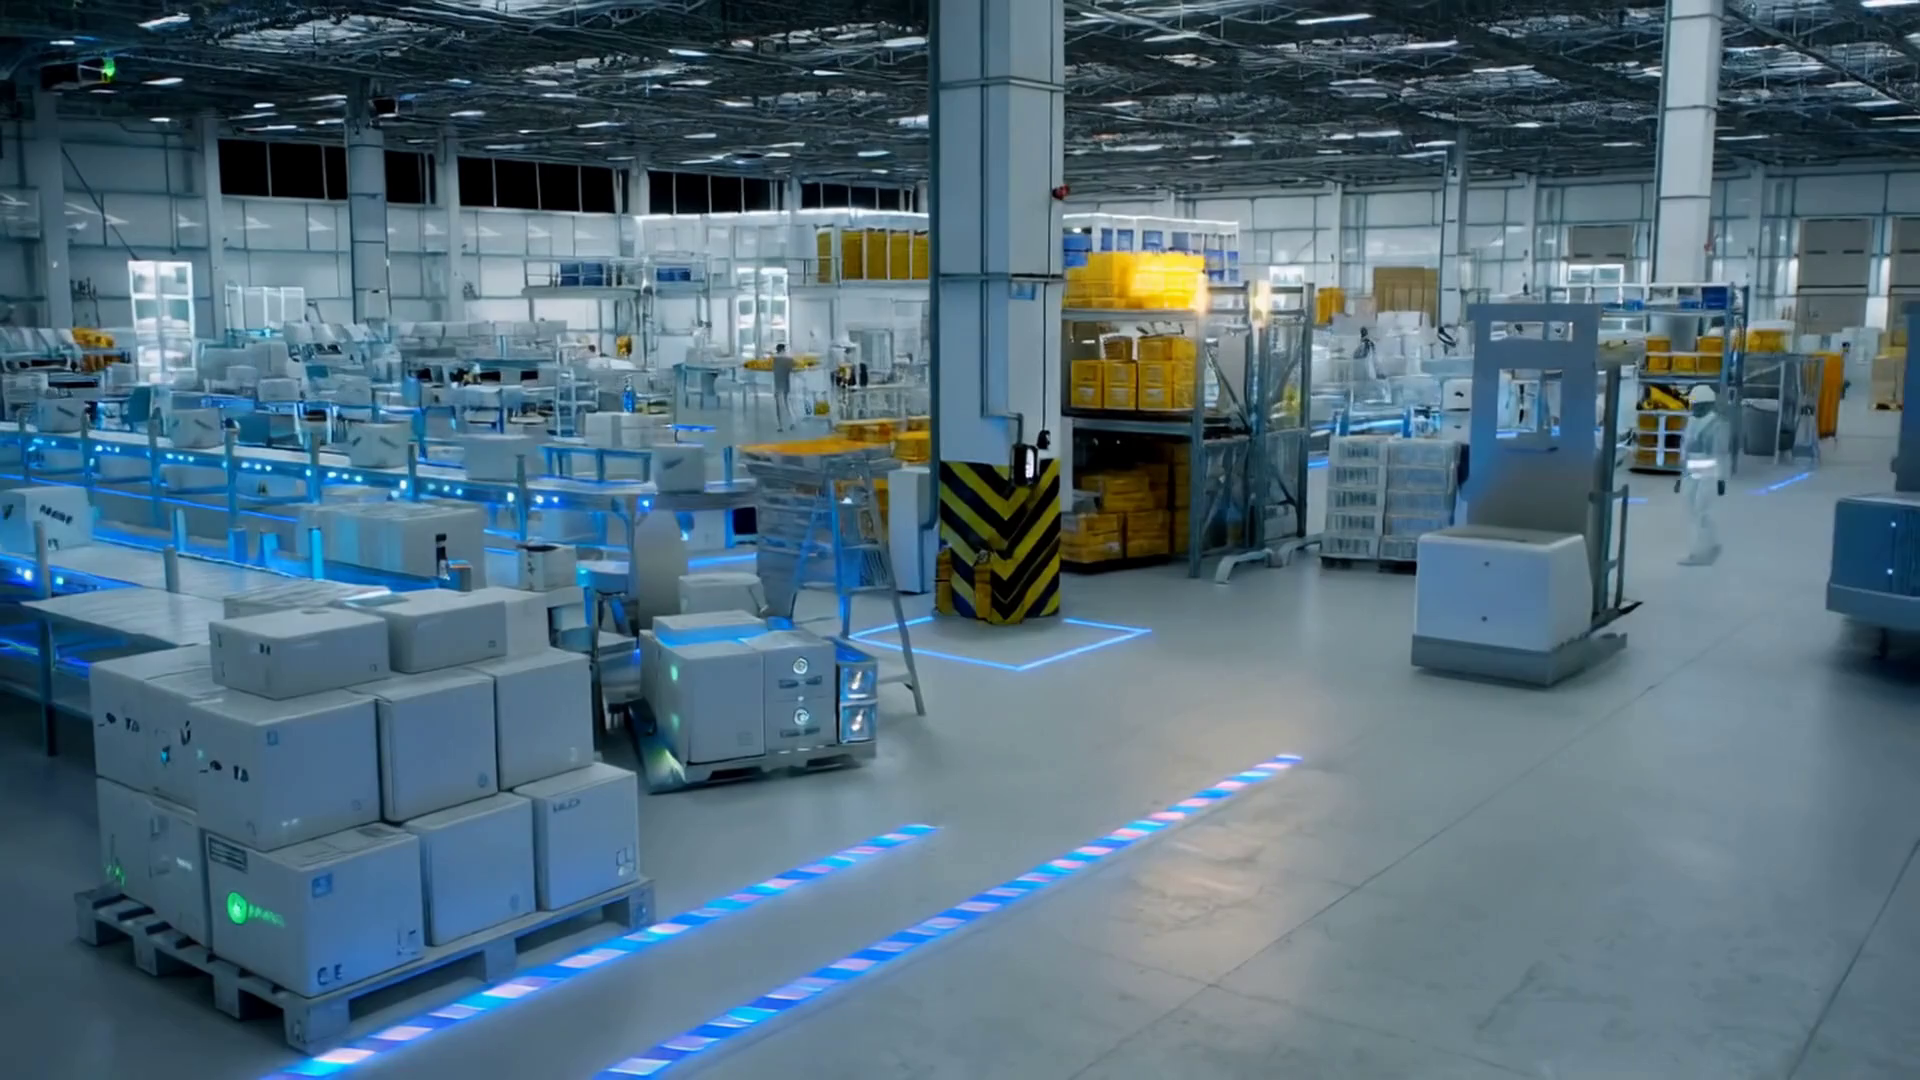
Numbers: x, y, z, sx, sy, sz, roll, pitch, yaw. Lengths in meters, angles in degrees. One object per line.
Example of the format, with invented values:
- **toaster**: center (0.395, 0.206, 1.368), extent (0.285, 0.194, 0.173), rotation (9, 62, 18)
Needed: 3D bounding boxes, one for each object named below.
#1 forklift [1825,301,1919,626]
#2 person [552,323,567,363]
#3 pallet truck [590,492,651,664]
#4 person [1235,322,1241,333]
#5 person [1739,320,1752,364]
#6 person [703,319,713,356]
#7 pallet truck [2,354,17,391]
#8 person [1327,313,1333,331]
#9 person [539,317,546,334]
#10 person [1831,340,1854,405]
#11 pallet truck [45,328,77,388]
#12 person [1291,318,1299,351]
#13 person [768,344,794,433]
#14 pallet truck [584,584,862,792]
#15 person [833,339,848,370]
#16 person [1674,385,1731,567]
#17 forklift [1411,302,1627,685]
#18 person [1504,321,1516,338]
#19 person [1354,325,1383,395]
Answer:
- **forklift**: center (8.766, -0.712, 14.696), extent (1.873, 2.768, 1.129), rotation (-5, 10, -30)
- **person**: center (-13.741, -6.504, 57.084), extent (0.340, 1.882, 0.586), rotation (7, 11, 37)
- **pallet truck**: center (-3.115, 0.344, 12.883), extent (0.653, 1.274, 1.630), rotation (7, 11, 37)
- **person**: center (13.475, -9.836, 80.107), extent (0.922, 1.724, 0.530), rotation (1, 8, 4)
- **person**: center (31.667, -8.005, 67.108), extent (0.613, 1.910, 0.519), rotation (-4, 9, -25)
- **person**: center (-9.984, -7.767, 65.508), extent (0.705, 1.914, 0.549), rotation (3, 9, 18)
- **pallet truck**: center (-24.881, -4.417, 42.634), extent (1.885, 1.965, 0.823), rotation (8, 11, 41)
- **person**: center (18.990, -10.615, 84.764), extent (0.561, 1.902, 0.814), rotation (2, 9, 11)
- **person**: center (-17.230, -8.276, 68.886), extent (0.374, 1.925, 0.595), rotation (7, 11, 37)
- **person**: center (23.026, -4.374, 43.393), extent (0.471, 1.687, 0.538), rotation (7, 11, 41)
- **pallet truck**: center (-23.775, -4.544, 43.495), extent (1.885, 1.965, 0.823), rotation (6, 10, 35)
- **person**: center (16.931, -10.401, 83.979), extent (0.316, 1.696, 0.541), rotation (7, 11, 37)
- **person**: center (-3.722, -3.126, 34.430), extent (0.517, 1.858, 0.402), rotation (-6, 10, -35)
- **pallet truck**: center (-1.426, 0.805, 10.019), extent (1.601, 1.201, 0.680), rotation (-4, 9, -26)
- **person**: center (-3.069, -4.216, 42.113), extent (0.484, 1.740, 0.535), rotation (-1, 9, -9)
- **person**: center (7.805, -0.668, 17.556), extent (0.439, 1.936, 0.640), rotation (-3, 9, -20)
- **forklift**: center (4.379, -0.438, 12.852), extent (1.129, 2.768, 1.873), rotation (7, 11, 37)
- **person**: center (24.071, -8.838, 72.647), extent (0.725, 1.931, 0.688), rotation (-7, 11, -40)
- **person**: center (11.529, -5.094, 47.056), extent (0.676, 2.000, 0.876), rotation (-7, 11, -39)
